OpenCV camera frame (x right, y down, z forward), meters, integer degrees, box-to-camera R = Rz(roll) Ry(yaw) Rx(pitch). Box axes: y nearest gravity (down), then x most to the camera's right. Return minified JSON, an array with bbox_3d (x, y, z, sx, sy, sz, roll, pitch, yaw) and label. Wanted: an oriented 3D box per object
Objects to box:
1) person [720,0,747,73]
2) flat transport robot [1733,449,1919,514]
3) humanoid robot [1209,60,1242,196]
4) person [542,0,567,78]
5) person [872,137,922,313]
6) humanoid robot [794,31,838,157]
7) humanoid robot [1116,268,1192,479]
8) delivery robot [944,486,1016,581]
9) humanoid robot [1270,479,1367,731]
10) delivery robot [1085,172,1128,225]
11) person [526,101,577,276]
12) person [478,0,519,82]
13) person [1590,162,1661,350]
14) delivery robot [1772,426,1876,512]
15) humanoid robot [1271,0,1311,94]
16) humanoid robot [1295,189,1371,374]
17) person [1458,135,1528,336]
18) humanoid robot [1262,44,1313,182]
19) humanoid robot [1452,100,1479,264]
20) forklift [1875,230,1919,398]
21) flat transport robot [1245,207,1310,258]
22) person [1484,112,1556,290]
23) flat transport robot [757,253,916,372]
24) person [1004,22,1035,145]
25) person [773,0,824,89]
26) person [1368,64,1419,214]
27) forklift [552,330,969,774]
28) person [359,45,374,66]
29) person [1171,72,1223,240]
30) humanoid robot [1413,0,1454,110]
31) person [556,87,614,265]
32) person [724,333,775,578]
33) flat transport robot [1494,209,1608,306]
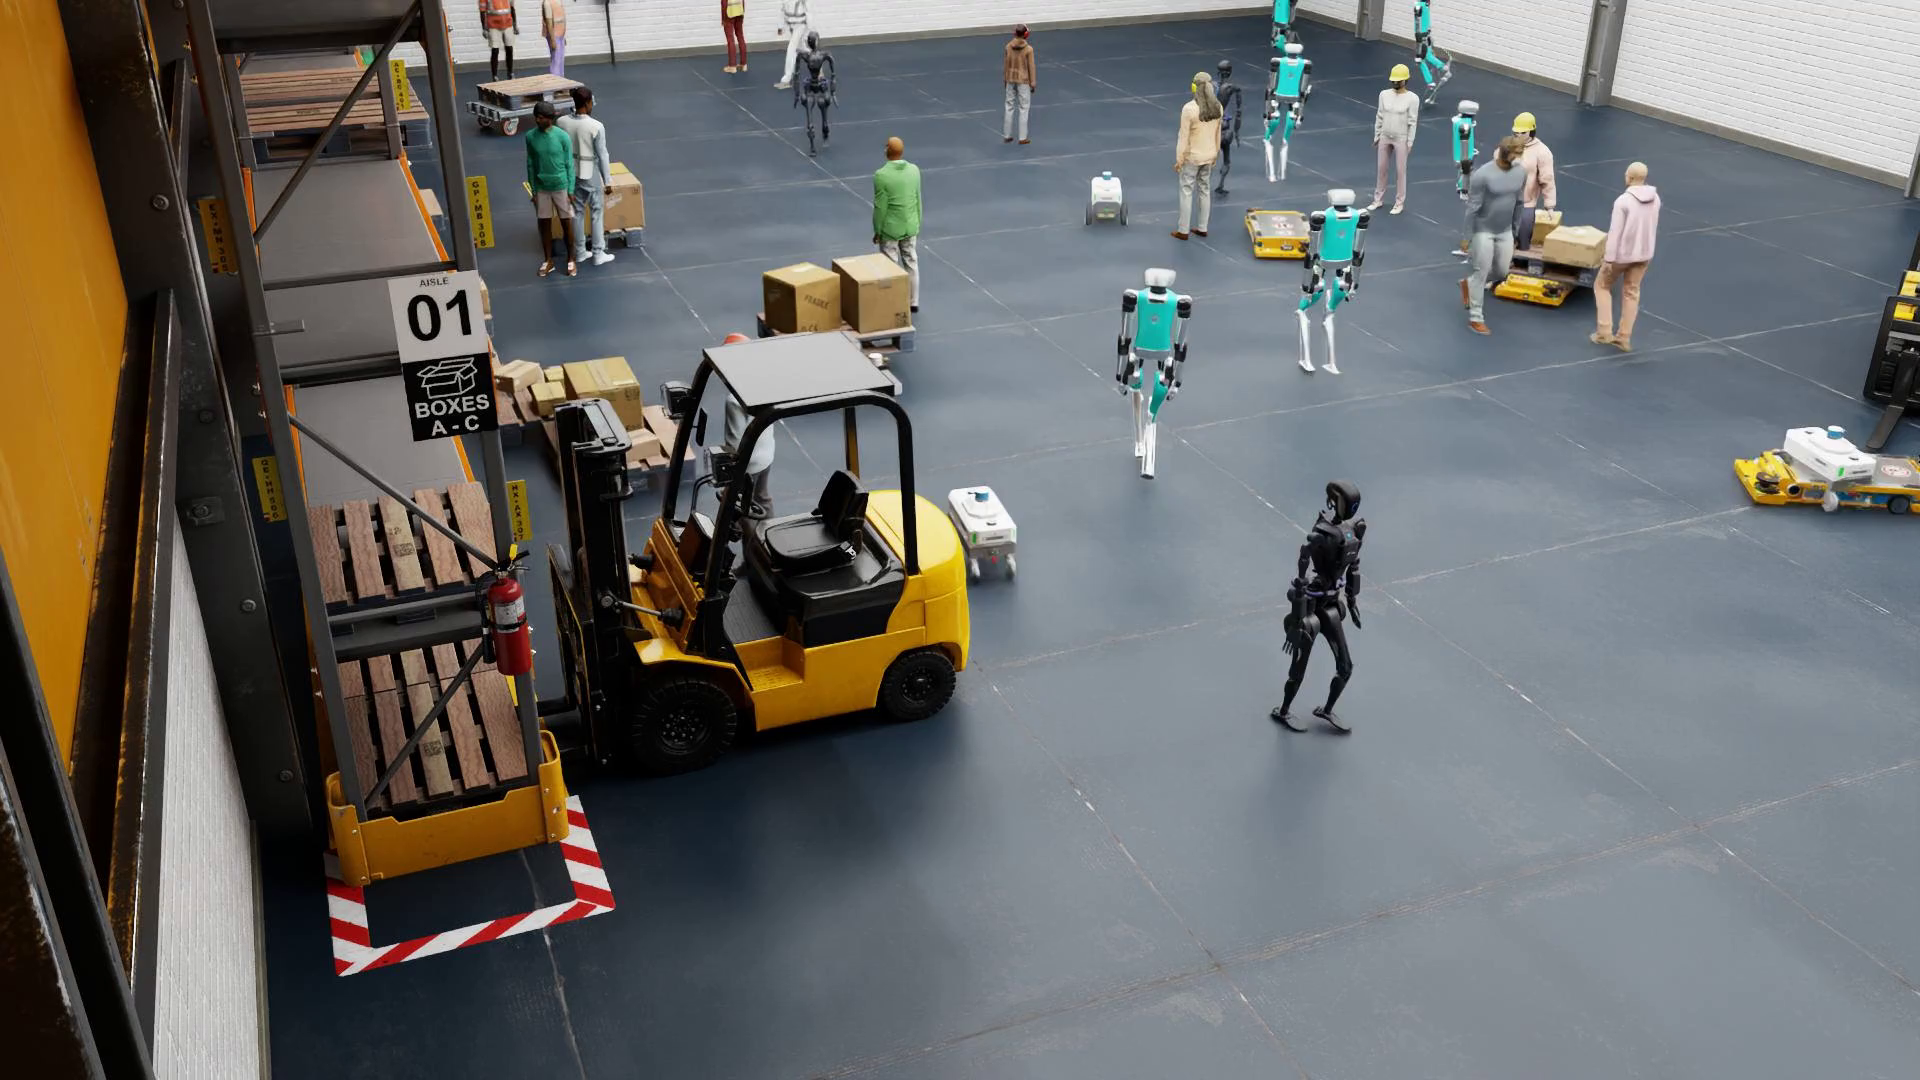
[{"bbox_3d":[-3.748,-8.648,27.519,0.475,1.767,0.361,-23,35,-38],"label":"person"},{"bbox_3d":[6.844,-0.456,12.894,1.431,0.231,0.659,4,27,7],"label":"flat transport robot"},{"bbox_3d":[3.171,-5.082,20.525,0.603,1.652,0.313,15,31,28],"label":"humanoid robot"},{"bbox_3d":[-6.223,-7.740,25.626,0.397,1.846,0.563,3,27,6],"label":"person"},{"bbox_3d":[-0.620,-3.087,16.443,0.557,1.779,0.384,-17,31,-30],"label":"person"},{"bbox_3d":[-1.952,-6.071,22.511,0.611,1.631,0.613,1,27,1],"label":"humanoid robot"},{"bbox_3d":[1.504,-1.337,13.020,0.559,1.734,1.030,4,27,8],"label":"humanoid robot"},{"bbox_3d":[0.148,-0.092,11.871,0.499,0.612,0.801,-7,27,-13],"label":"delivery robot"},{"bbox_3d":[2.083,0.389,9.650,0.584,1.636,0.439,-21,33,-35],"label":"humanoid robot"},{"bbox_3d":[1.735,-4.072,19.731,0.499,0.560,0.734,1,27,3],"label":"delivery robot"},{"bbox_3d":[-4.325,-3.733,17.656,0.492,1.848,0.398,1,27,2],"label":"person"},{"bbox_3d":[-7.288,-8.150,26.320,0.607,1.959,0.375,-20,33,-35],"label":"person"},{"bbox_3d":[6.243,-2.653,15.594,0.558,1.766,0.513,-7,27,-13],"label":"person"},{"bbox_3d":[6.685,-0.588,12.859,0.499,0.614,0.811,-5,27,-10],"label":"delivery robot"},{"bbox_3d":[5.244,-7.786,25.918,0.859,1.843,0.547,-13,29,-24],"label":"humanoid robot"},{"bbox_3d":[3.290,-2.342,15.018,0.531,1.792,0.743,-3,27,-6],"label":"humanoid robot"},{"bbox_3d":[5.105,-2.990,16.116,0.700,1.914,0.671,-9,28,-17],"label":"person"},{"bbox_3d":[4.126,-5.404,21.202,0.567,1.870,0.668,2,27,4],"label":"humanoid robot"},{"bbox_3d":[5.611,-3.836,18.020,0.738,1.803,0.551,4,27,9],"label":"humanoid robot"},{"bbox_3d":[9.029,-2.397,14.618,1.214,2.155,2.313,18,32,32],"label":"forklift"},{"bbox_3d":[3.644,-3.495,18.939,0.659,0.231,1.431,2,27,3],"label":"flat transport robot"},{"bbox_3d":[5.737,-3.481,17.151,0.818,1.855,0.431,16,31,29],"label":"person"},{"bbox_3d":[-1.159,-1.727,15.422,0.659,0.231,1.431,-11,29,-21],"label":"flat transport robot"},{"bbox_3d":[0.814,-6.300,22.987,0.474,1.641,0.333,12,29,22],"label":"person"},{"bbox_3d":[-2.577,-8.190,26.540,1.012,1.840,0.570,-20,33,-34],"label":"person"},{"bbox_3d":[5.173,-4.778,19.835,0.524,1.760,0.338,21,34,36],"label":"person"},{"bbox_3d":[-1.094,0.010,9.831,2.313,2.155,1.214,-10,28,-20],"label":"forklift"},{"bbox_3d":[-8.710,-6.940,24.067,0.664,1.829,0.333,-13,30,-25],"label":"person"},{"bbox_3d":[2.709,-4.339,18.849,0.567,1.866,0.412,-14,30,-26],"label":"person"},{"bbox_3d":[7.083,-7.247,24.831,0.785,1.826,0.571,14,30,26],"label":"humanoid robot"},{"bbox_3d":[-4.043,-3.918,17.960,0.600,1.907,0.398,11,29,20],"label":"person"},{"bbox_3d":[-1.473,-0.589,11.520,0.351,1.737,0.575,9,28,18],"label":"person"},{"bbox_3d":[6.187,-2.790,17.537,0.659,0.231,1.431,17,31,30],"label":"flat transport robot"}]
